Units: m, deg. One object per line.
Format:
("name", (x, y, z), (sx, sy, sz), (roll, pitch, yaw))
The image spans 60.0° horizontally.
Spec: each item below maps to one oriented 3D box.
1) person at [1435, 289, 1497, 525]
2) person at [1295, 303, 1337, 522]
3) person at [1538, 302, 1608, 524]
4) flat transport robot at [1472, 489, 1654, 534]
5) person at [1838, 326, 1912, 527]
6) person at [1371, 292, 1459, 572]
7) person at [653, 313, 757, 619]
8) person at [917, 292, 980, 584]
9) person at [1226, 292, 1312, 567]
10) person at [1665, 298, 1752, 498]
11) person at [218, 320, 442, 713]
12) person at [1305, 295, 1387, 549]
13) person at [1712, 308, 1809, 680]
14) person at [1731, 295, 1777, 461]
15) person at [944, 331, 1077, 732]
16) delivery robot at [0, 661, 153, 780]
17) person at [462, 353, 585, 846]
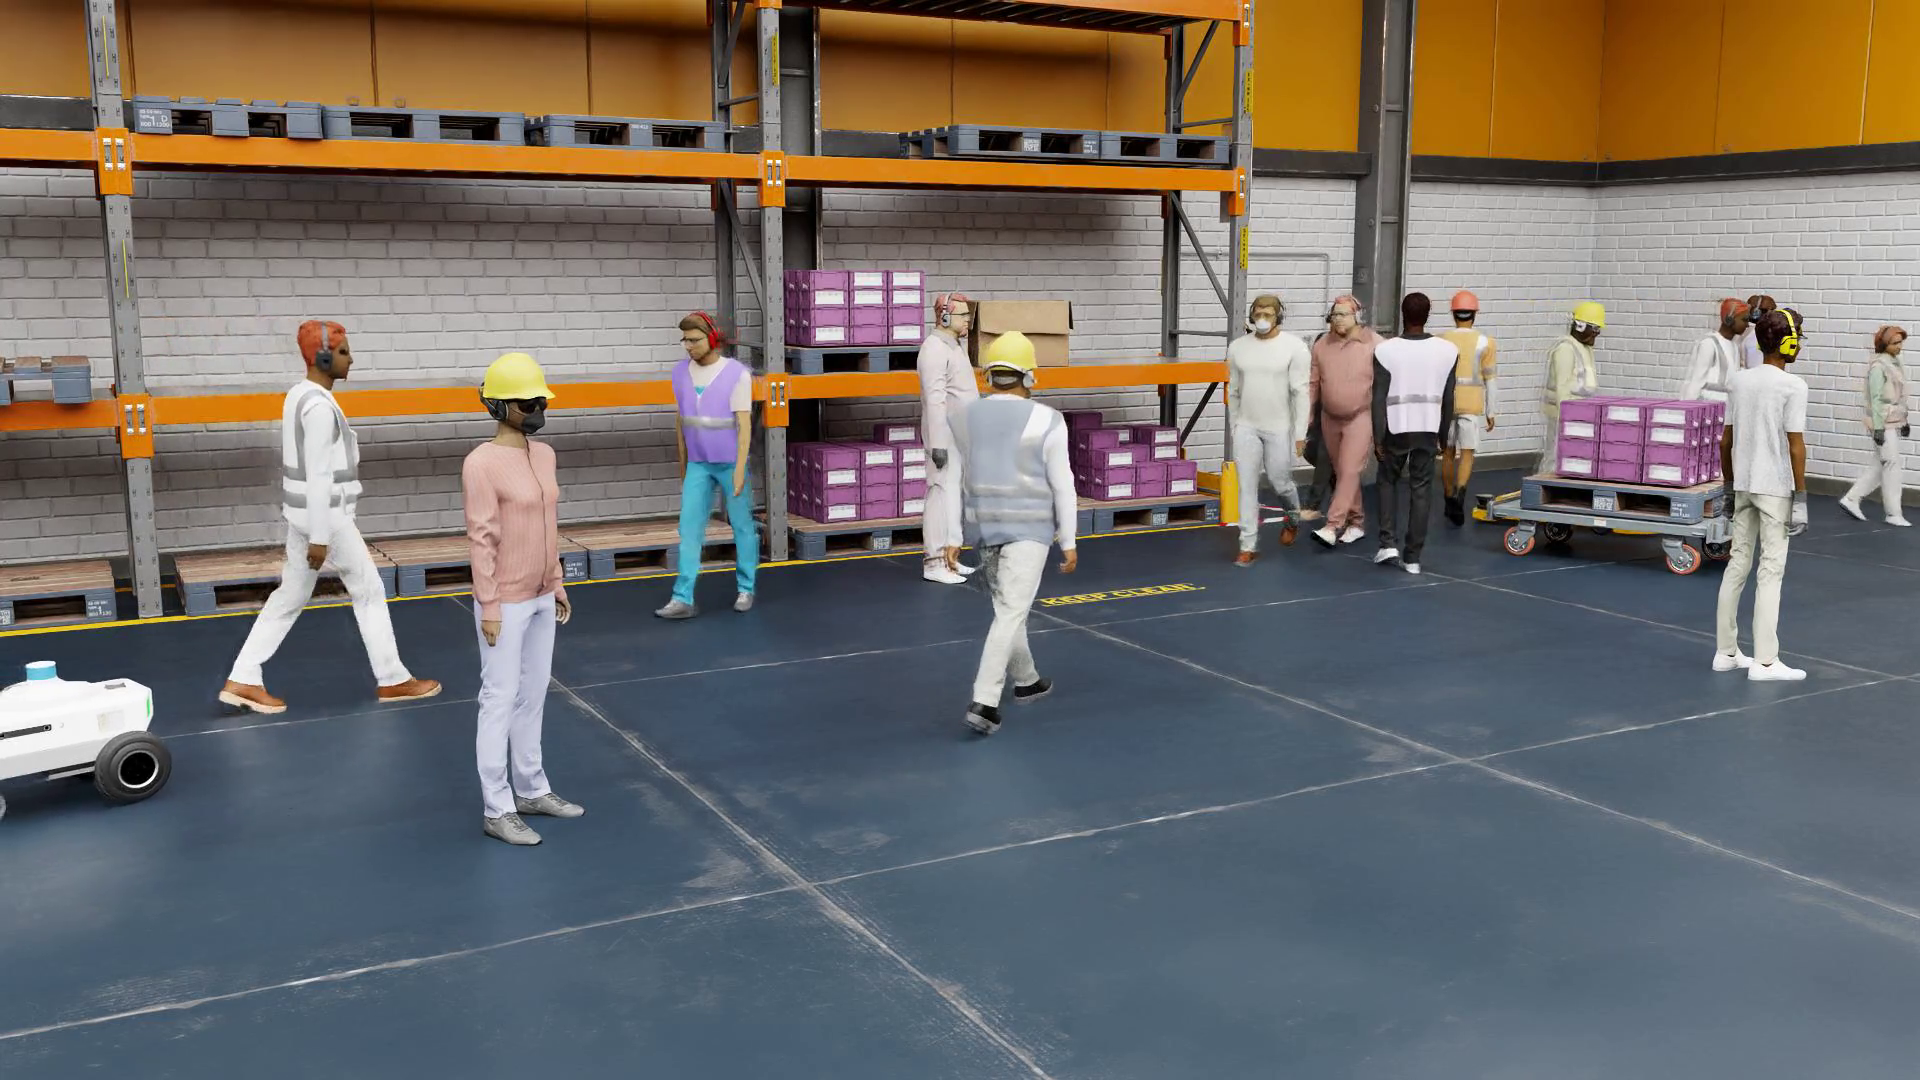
("person", (4.054, -1.081, 13.514), (0.544, 1.904, 0.893), (4, 10, 25))
("person", (3.058, -1.060, 13.609), (0.661, 1.819, 0.568), (-8, 12, -41))
("person", (4.923, -1.011, 13.394), (0.568, 1.786, 0.713), (7, 11, 35))
("flat transport robot", (4.921, -0.238, 13.306), (1.431, 0.197, 0.652), (8, 12, 39))
("person", (7.440, -0.918, 13.410), (0.559, 1.605, 0.574), (8, 12, 41))
("person", (3.080, -0.734, 11.377), (0.580, 1.899, 0.517), (1, 9, 4))
("person", (-1.470, -0.424, 9.771), (0.605, 1.792, 0.878), (4, 10, 24))
("person", (-0.062, -0.675, 11.001), (0.403, 1.906, 0.652), (2, 9, 10))
("person", (2.188, -0.791, 11.729), (0.632, 1.912, 0.855), (5, 11, 30))
("person", (6.021, -0.992, 13.193), (1.043, 1.818, 0.569), (7, 12, 38))
("person", (-3.004, -0.100, 7.735), (0.982, 1.843, 0.575), (-6, 11, -34))
("person", (2.778, -0.855, 12.227), (0.656, 1.855, 1.016), (9, 13, 43))
("person", (4.063, -0.227, 8.380), (0.323, 1.871, 0.530), (-4, 10, -21))
("person", (6.787, -1.182, 14.307), (0.430, 1.838, 0.624), (1, 9, 8))
("person", (0.225, -0.052, 7.570), (0.602, 1.789, 0.947), (5, 11, 30))
("delivery robot", (-3.510, 0.709, 6.385), (0.477, 0.478, 0.707), (9, 13, 43))
("person", (-1.589, 0.207, 6.053), (0.314, 1.768, 0.526), (3, 10, 16))
